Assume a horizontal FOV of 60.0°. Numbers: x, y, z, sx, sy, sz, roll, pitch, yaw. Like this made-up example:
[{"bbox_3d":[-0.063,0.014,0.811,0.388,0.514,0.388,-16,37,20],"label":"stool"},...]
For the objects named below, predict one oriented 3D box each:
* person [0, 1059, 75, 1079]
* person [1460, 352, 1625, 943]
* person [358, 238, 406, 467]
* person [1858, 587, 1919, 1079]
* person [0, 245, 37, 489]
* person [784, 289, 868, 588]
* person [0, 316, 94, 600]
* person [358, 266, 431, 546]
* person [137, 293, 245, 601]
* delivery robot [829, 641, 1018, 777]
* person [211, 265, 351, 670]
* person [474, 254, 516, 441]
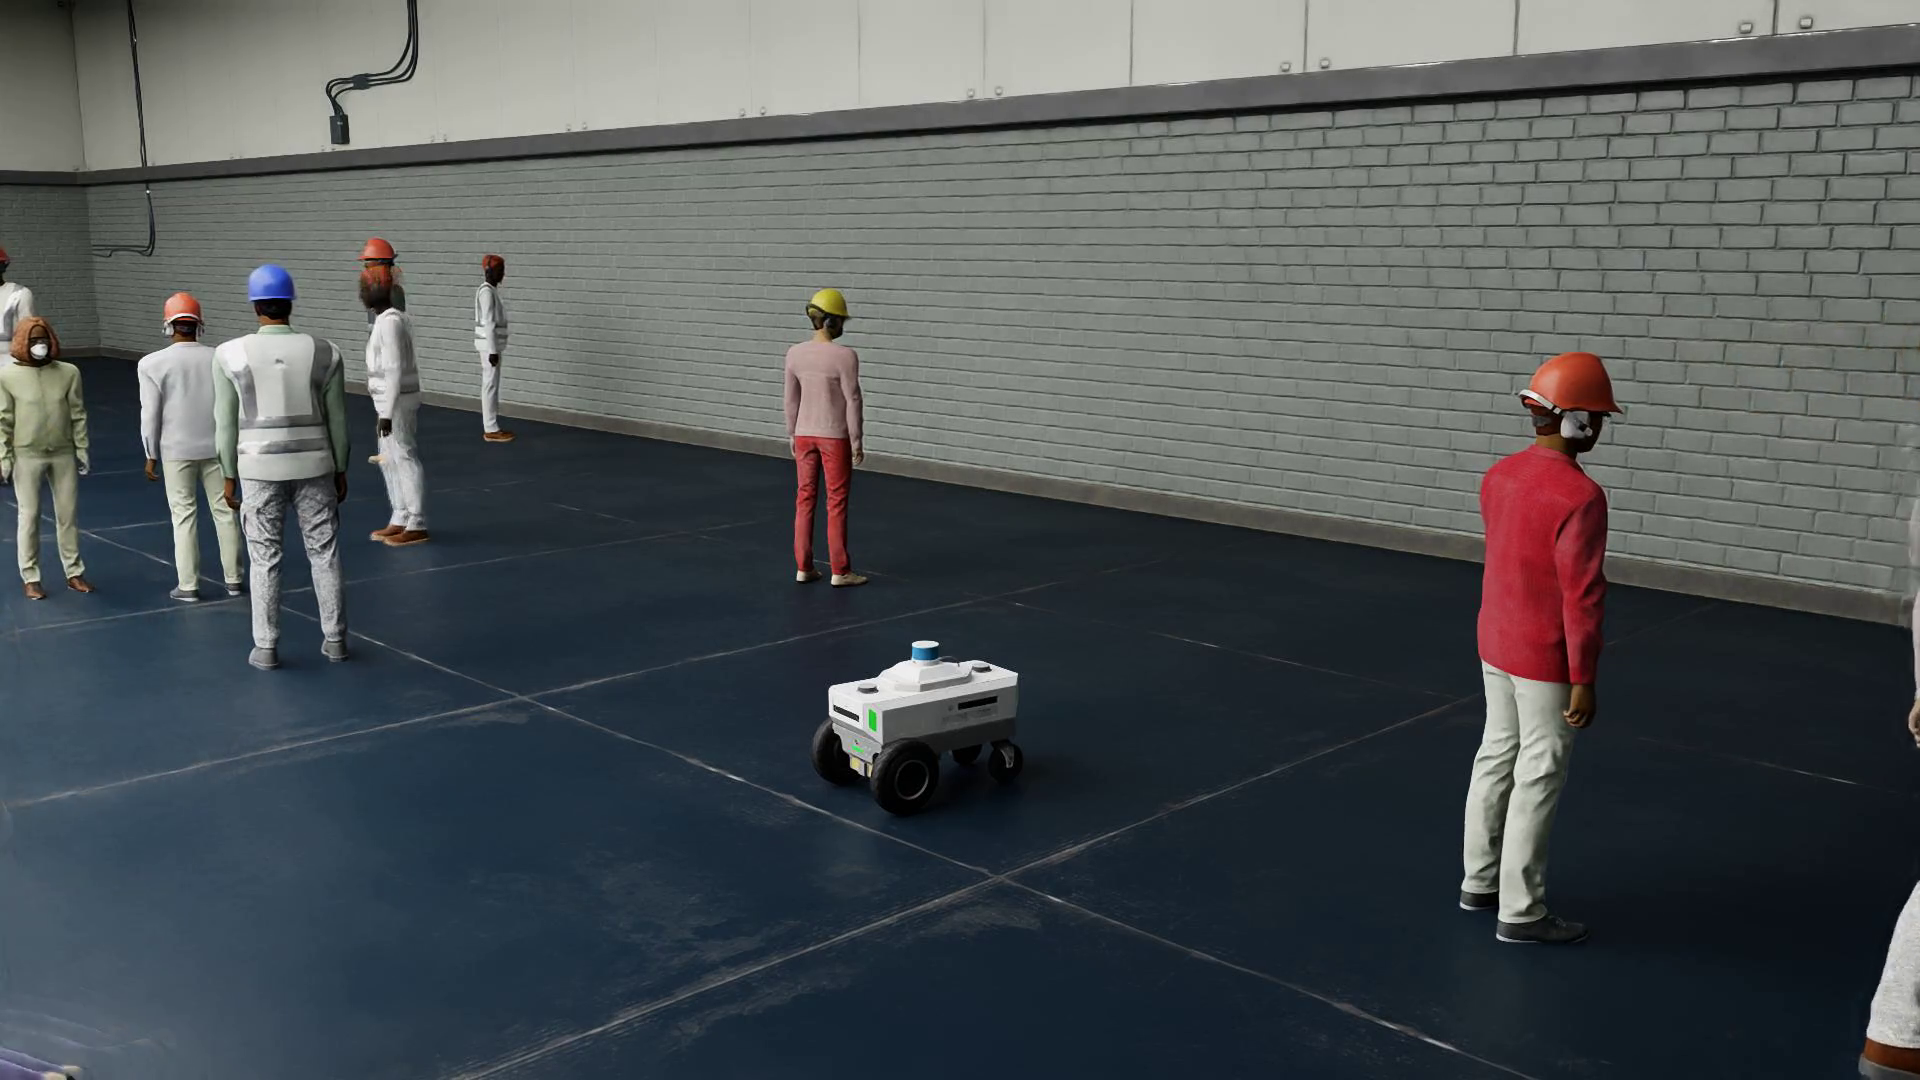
[{"bbox_3d":[-2.182,0.622,3.259,0.528,1.749,0.568,8,13,37],"label":"person"},{"bbox_3d":[1.740,0.319,4.923,0.354,1.743,0.567,-2,11,-11],"label":"person"},{"bbox_3d":[-5.151,-1.667,14.926,0.381,2.045,0.605,-6,12,-32],"label":"person"},{"bbox_3d":[2.617,0.414,3.945,0.803,1.904,0.648,2,11,13],"label":"person"},{"bbox_3d":[-7.853,-1.429,13.626,0.608,2.045,0.392,1,10,4],"label":"person"},{"bbox_3d":[-0.791,-0.598,9.876,0.529,1.759,0.335,6,12,31],"label":"person"},{"bbox_3d":[-5.257,-0.469,9.546,0.305,1.621,0.495,8,13,39],"label":"person"},{"bbox_3d":[-3.806,-0.891,11.182,0.370,1.876,0.601,-4,11,-22],"label":"person"},{"bbox_3d":[-4.388,-0.531,9.522,0.573,1.748,0.342,-9,14,-41],"label":"person"},{"bbox_3d":[-0.128,0.622,6.249,0.707,0.478,0.477,-7,13,-35],"label":"delivery robot"},{"bbox_3d":[-3.259,-0.348,8.034,0.603,1.938,0.426,-6,12,-28],"label":"person"},{"bbox_3d":[-4.735,-1.944,16.868,0.358,1.885,0.574,-3,11,-14],"label":"person"}]
